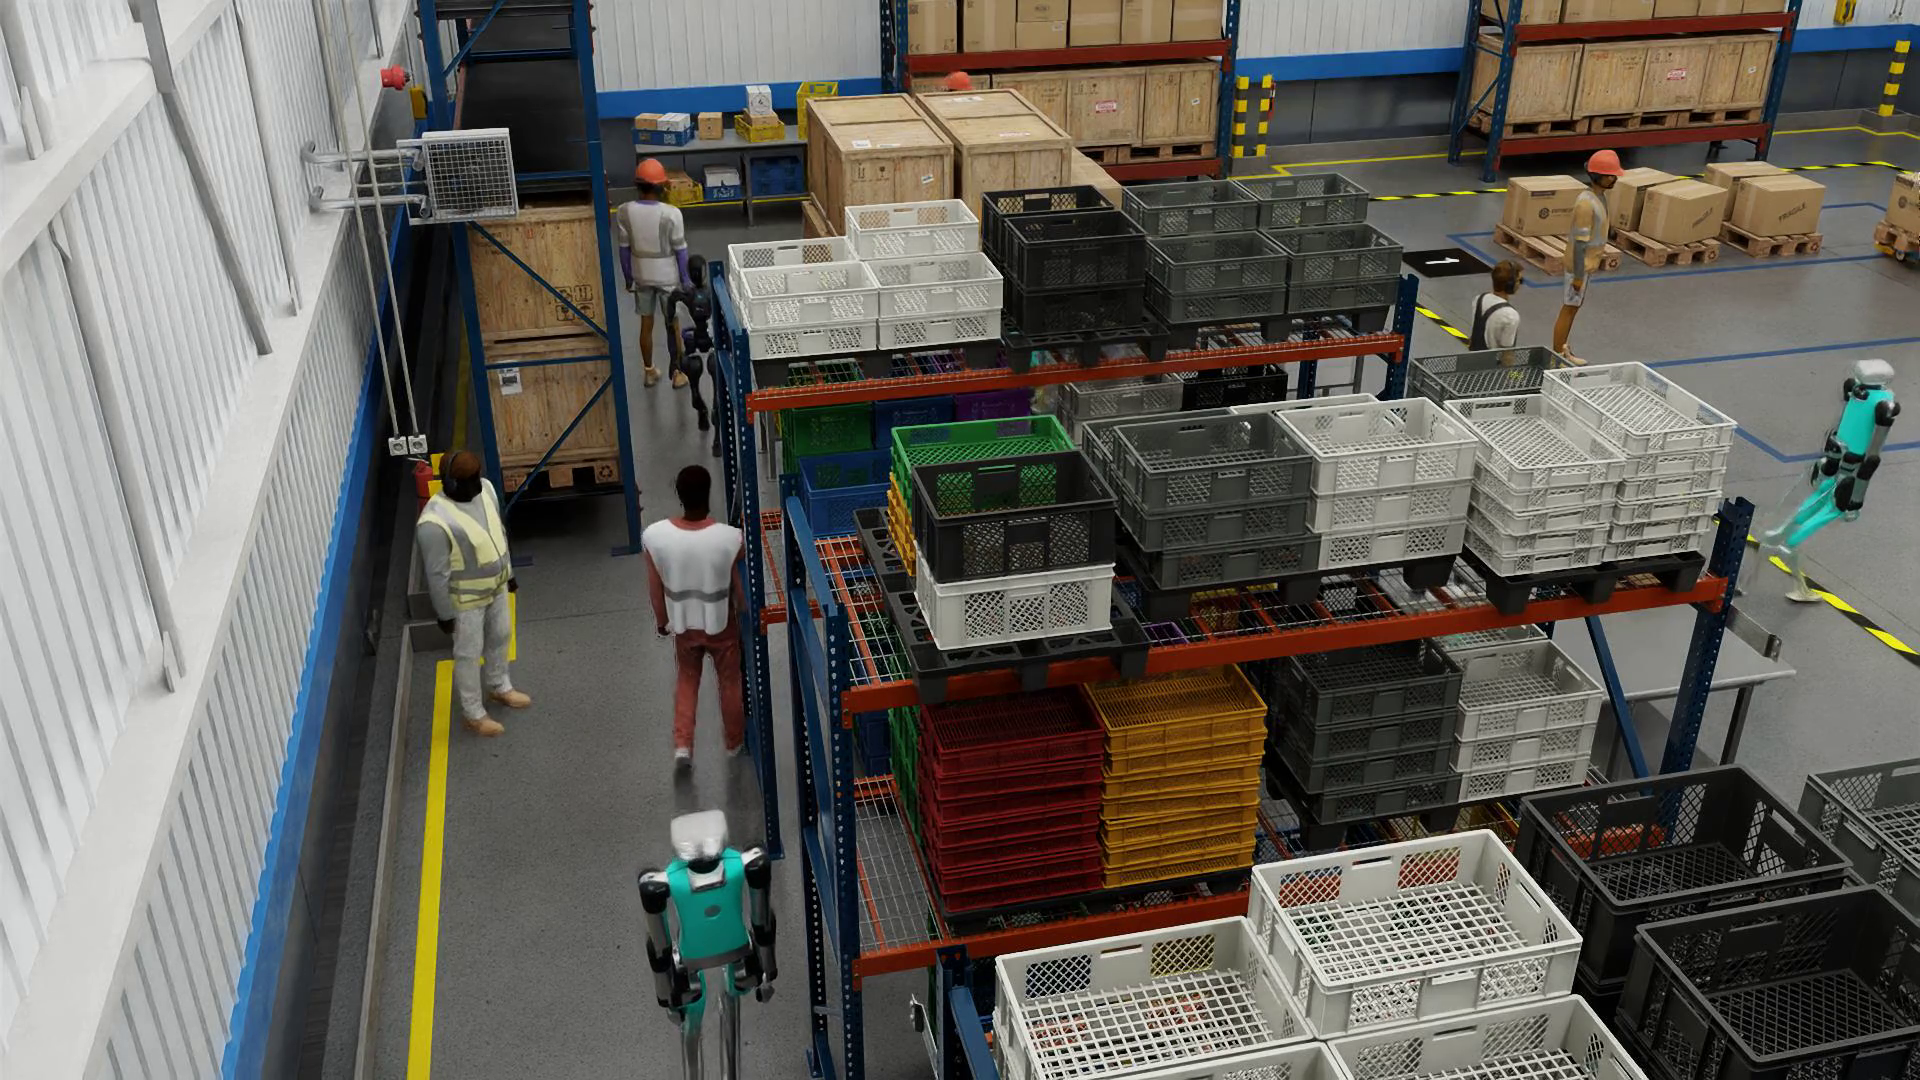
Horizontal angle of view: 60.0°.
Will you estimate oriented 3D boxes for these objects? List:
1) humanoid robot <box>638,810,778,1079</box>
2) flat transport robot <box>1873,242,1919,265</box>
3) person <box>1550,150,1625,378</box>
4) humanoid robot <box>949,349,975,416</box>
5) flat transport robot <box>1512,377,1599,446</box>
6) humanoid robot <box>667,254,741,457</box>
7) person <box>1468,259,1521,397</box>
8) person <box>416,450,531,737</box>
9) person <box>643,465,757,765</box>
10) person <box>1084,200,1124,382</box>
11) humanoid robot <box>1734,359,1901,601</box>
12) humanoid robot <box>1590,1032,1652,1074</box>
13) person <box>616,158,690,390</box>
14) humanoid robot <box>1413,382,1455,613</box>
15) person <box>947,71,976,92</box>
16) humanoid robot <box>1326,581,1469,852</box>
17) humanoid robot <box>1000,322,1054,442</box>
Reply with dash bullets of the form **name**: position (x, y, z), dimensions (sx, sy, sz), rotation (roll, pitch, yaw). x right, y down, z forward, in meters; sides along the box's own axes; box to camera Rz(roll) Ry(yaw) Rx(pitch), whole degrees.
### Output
- **humanoid robot**: position (-1.075, 1.831, 7.116), dimensions (0.545, 1.905, 0.746), rotation (-9, 29, -16)
- **flat transport robot**: position (10.551, -3.025, 17.755), dimensions (0.652, 0.197, 1.431), rotation (-6, 28, -12)
- **person**: position (5.570, -2.460, 14.812), dimensions (0.376, 2.045, 0.605), rotation (14, 31, 25)
- **humanoid robot**: position (0.163, -1.223, 12.647), dimensions (0.533, 1.677, 0.735), rotation (2, 28, 3)
- **flat transport robot**: position (4.780, -1.036, 14.013), dimensions (0.659, 0.231, 1.431), rotation (-6, 28, -12)
- **humanoid robot**: position (-2.072, -1.551, 13.509), dimensions (0.608, 1.632, 0.708), rotation (-4, 28, -7)
- **person**: position (4.050, -1.259, 12.756), dimensions (0.349, 1.841, 0.504), rotation (-9, 29, -16)
- **person**: position (-2.866, 0.303, 9.797), dimensions (0.432, 1.833, 0.639), rotation (9, 29, 17)
- **person**: position (-1.450, 0.451, 9.441), dimensions (0.615, 1.897, 0.601), rotation (3, 28, 5)
- **person**: position (1.251, -2.079, 14.385), dimensions (0.535, 1.763, 0.325), rotation (6, 28, 11)
- **humanoid robot**: position (5.657, -0.304, 11.151), dimensions (0.820, 1.876, 0.548), rotation (0, 28, -1)
- **humanoid robot**: position (1.953, 2.385, 6.010), dimensions (1.018, 1.774, 0.532), rotation (1, 28, 1)
- **person**: position (-2.645, -2.316, 14.541), dimensions (0.613, 2.040, 0.389), rotation (5, 28, 10)
- **humanoid robot**: position (3.239, -0.274, 11.047), dimensions (0.378, 1.648, 0.602), rotation (-11, 30, -20)
- **person**: position (-0.096, -4.214, 18.314), dimensions (1.025, 1.884, 0.551), rotation (-8, 29, -14)
- **humanoid robot**: position (2.139, 1.025, 8.605), dimensions (0.765, 1.848, 0.540), rotation (5, 28, 10)
- **humanoid robot**: position (0.610, -0.854, 12.112), dimensions (0.682, 1.800, 0.546), rotation (0, 28, 1)
